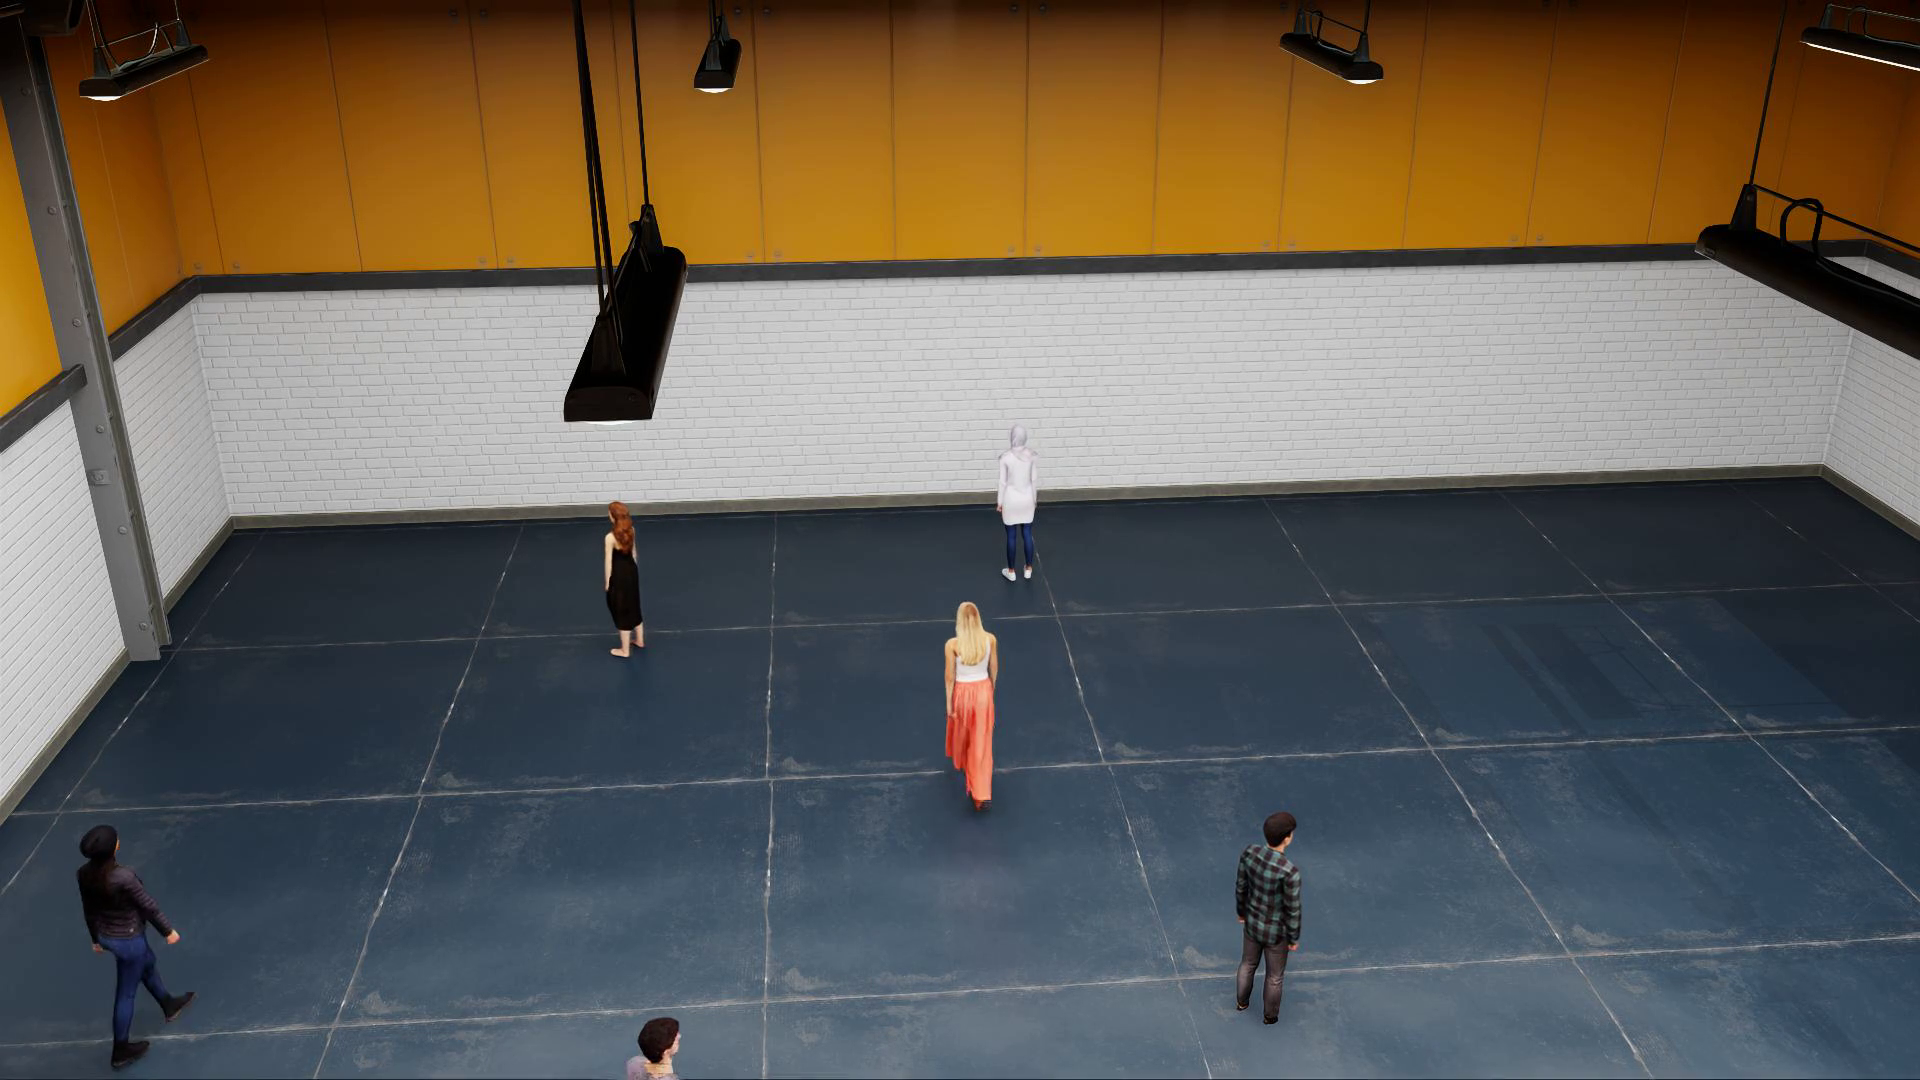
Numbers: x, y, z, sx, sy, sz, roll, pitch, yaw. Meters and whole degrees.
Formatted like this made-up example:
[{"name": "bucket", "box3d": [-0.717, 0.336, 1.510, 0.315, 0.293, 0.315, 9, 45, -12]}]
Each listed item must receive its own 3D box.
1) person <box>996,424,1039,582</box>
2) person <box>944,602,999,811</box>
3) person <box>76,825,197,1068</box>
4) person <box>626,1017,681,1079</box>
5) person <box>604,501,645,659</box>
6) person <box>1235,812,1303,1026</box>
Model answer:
[{"name": "person", "box3d": [0.633, -0.410, 18.133, 0.633, 1.775, 0.569, -5, 24, -12]}, {"name": "person", "box3d": [0.127, 1.419, 13.985, 0.655, 1.746, 1.254, -3, 24, -7]}, {"name": "person", "box3d": [-5.625, 2.726, 11.027, 0.938, 1.720, 1.083, 12, 26, 25]}, {"name": "person", "box3d": [-1.698, 3.471, 9.198, 1.116, 1.820, 1.153, 21, 31, 39]}, {"name": "person", "box3d": [-3.338, 0.374, 16.528, 0.742, 1.624, 0.665, 13, 27, 27]}, {"name": "person", "box3d": [2.116, 2.631, 11.506, 0.780, 1.714, 0.715, -21, 31, -40]}]
